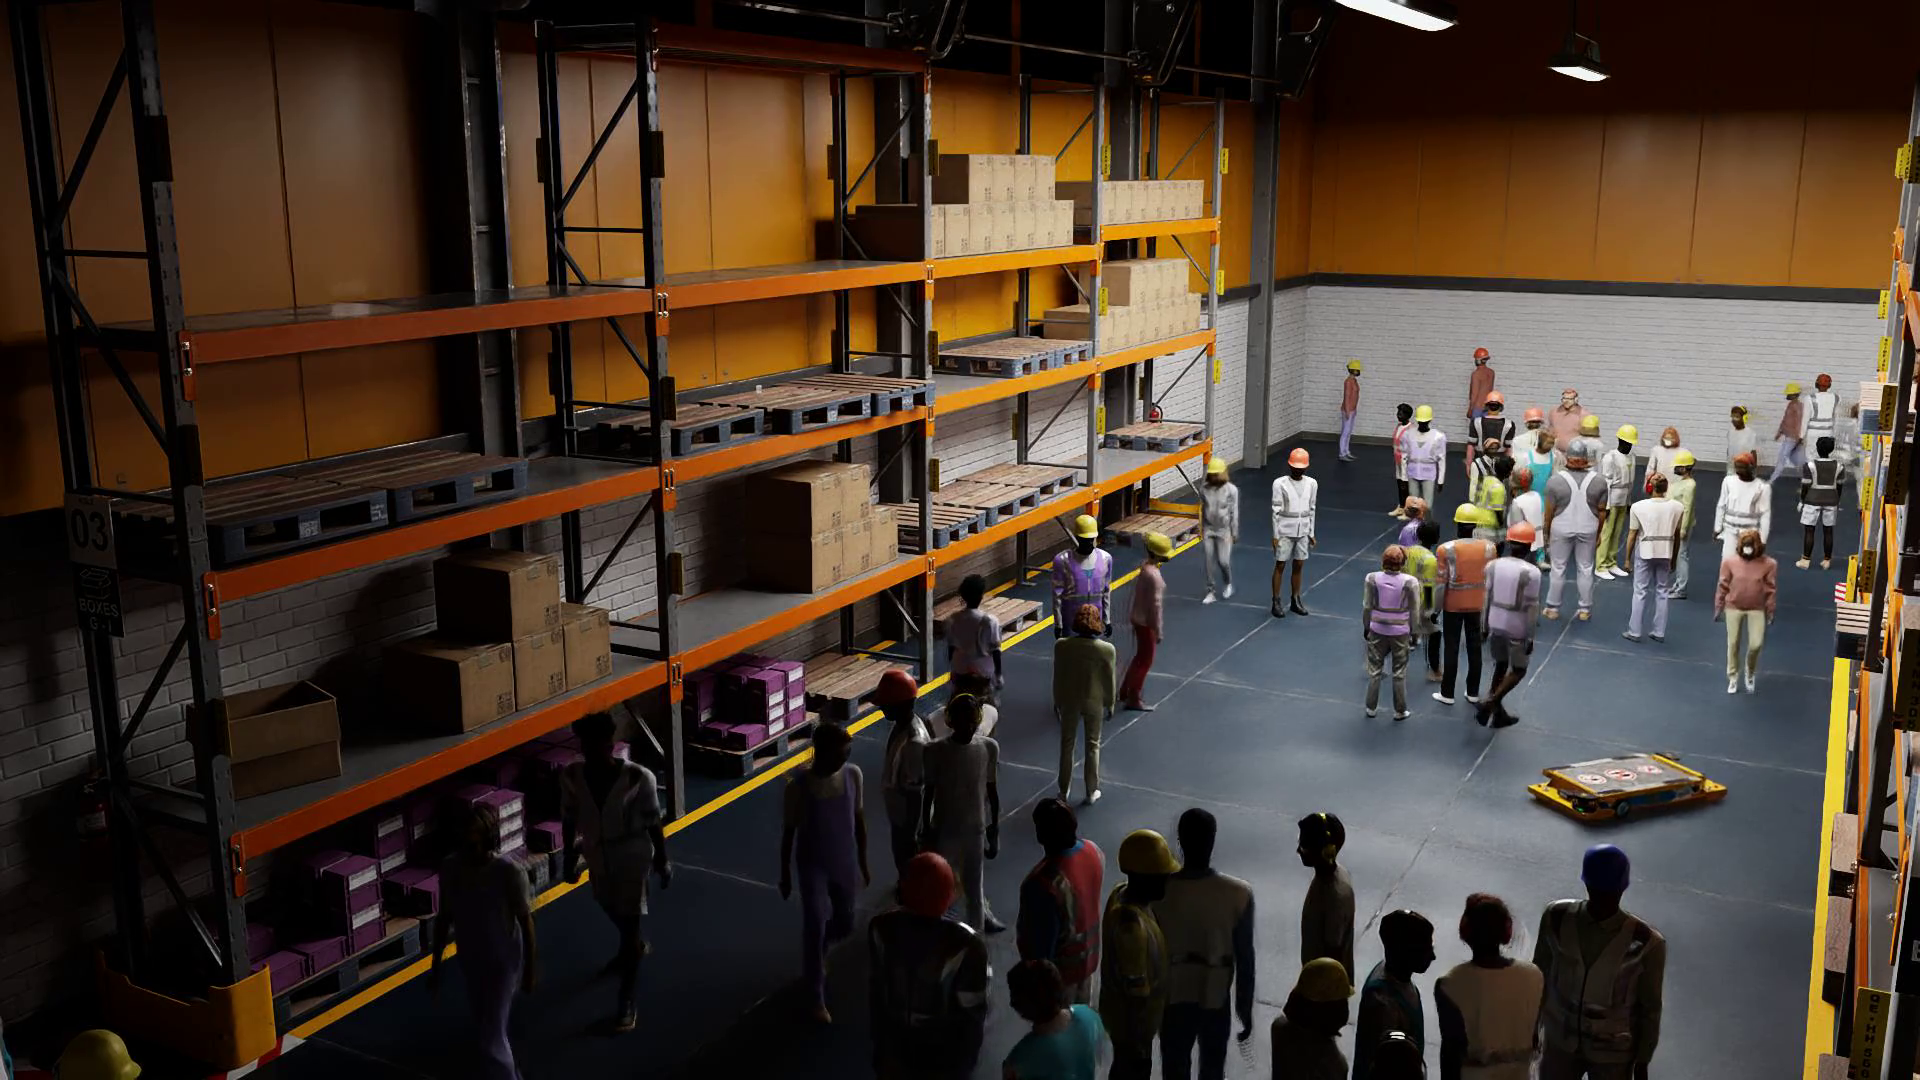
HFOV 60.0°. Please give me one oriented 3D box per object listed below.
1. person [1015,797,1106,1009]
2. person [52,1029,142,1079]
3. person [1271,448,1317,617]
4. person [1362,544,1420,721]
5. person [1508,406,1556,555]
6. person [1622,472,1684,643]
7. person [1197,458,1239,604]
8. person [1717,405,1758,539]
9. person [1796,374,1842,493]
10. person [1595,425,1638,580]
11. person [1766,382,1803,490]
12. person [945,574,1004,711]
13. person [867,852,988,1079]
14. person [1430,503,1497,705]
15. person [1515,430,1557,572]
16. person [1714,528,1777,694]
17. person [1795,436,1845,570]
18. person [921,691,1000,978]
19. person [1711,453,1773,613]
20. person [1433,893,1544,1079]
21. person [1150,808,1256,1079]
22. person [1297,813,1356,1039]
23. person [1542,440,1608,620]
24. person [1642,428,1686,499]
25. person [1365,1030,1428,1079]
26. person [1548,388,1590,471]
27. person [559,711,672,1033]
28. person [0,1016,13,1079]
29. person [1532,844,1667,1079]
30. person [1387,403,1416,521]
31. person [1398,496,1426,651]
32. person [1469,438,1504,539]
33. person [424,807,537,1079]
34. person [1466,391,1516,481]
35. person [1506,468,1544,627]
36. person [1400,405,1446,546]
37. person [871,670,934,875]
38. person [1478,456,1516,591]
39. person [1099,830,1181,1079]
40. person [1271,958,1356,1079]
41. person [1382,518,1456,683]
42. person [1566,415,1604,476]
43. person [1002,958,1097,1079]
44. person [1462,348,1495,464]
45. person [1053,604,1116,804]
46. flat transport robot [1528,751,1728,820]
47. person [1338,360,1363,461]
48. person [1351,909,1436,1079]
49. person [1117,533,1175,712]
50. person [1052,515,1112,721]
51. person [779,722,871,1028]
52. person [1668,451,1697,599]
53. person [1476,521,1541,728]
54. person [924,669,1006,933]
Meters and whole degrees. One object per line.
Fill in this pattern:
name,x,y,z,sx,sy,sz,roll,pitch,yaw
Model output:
person,0.501,2.217,8.642,0.430,1.841,0.624,8,15,32
person,-3.271,2.728,6.398,0.403,1.825,0.600,3,13,12
person,3.768,-0.086,18.742,0.543,1.932,0.376,-3,13,-14
person,3.939,0.845,15.231,0.517,1.641,0.308,6,14,24
person,7.448,-0.750,21.615,0.630,1.974,0.826,0,13,0
person,7.371,0.196,17.687,0.560,1.838,0.393,0,13,0
person,2.970,-0.105,19.272,0.507,1.726,0.378,7,15,30
person,10.673,-0.926,22.697,0.650,1.843,0.535,-7,14,-28
person,13.308,-1.634,25.785,0.572,1.883,0.356,0,13,0
person,8.120,-0.473,20.510,0.588,1.916,0.392,-9,16,-35
person,13.009,-1.622,26.069,0.794,1.721,0.541,3,13,14
person,0.087,1.115,13.896,0.543,1.685,0.563,9,16,36
person,-0.153,2.355,7.631,0.629,2.005,0.627,5,14,23
person,4.721,0.607,15.647,0.585,1.928,0.368,-1,13,-6
person,7.255,-0.522,21.033,0.543,1.788,1.009,0,13,2
person,7.514,0.691,15.939,0.533,1.621,0.362,6,14,27
person,10.835,-0.463,20.955,0.529,1.699,0.321,1,13,5
person,0.004,1.831,10.329,0.509,1.860,0.333,-3,13,-12
person,8.884,-0.076,18.884,0.486,1.851,0.617,-9,16,-36
person,2.382,2.503,7.539,0.567,1.760,1.040,-3,13,-12
person,1.185,2.236,8.430,0.610,1.884,0.874,2,13,10
person,1.824,2.256,8.422,0.326,1.861,0.513,1,13,6
person,6.857,-0.120,18.644,0.673,2.000,0.535,2,13,9
person,9.441,-0.710,22.284,0.734,1.593,0.519,-12,17,-43
person,1.625,2.734,6.324,0.501,1.841,0.349,1,13,6
person,8.793,-1.261,24.112,0.405,1.895,0.662,-10,16,-37
person,-2.057,1.878,10.023,0.666,1.917,0.922,2,13,10
person,-4.214,2.588,7.006,0.429,1.833,0.637,3,13,12
person,2.962,2.342,7.827,0.611,1.950,0.376,10,16,39
person,6.403,-1.132,23.973,0.319,1.692,0.537,-2,13,-11
person,4.744,0.345,17.458,0.306,1.645,0.521,9,16,35
person,6.722,-0.497,21.248,0.523,1.636,0.311,-5,13,-20
person,-2.477,2.239,8.577,0.503,1.819,0.592,5,14,22
person,7.229,-1.017,22.704,0.611,2.030,0.410,3,13,15
person,6.171,0.106,18.170,0.385,1.819,0.679,10,16,38
person,6.186,-0.860,22.249,0.596,1.913,0.452,8,15,33
person,-0.366,1.746,10.558,0.390,1.925,0.550,-3,13,-11
person,6.373,-0.181,19.738,0.591,1.664,0.550,3,13,12
person,0.857,2.307,8.037,0.370,1.927,0.588,0,13,0
person,1.505,2.604,7.145,0.330,1.735,0.489,-6,14,-23
person,4.472,0.595,16.287,0.789,1.667,0.552,-1,13,-4
person,8.492,-0.838,22.549,0.489,1.725,0.515,-10,16,-38
person,0.249,2.579,7.122,0.768,1.795,0.611,9,16,36
person,8.881,-2.292,28.472,0.622,1.992,0.394,-11,17,-40
person,0.987,1.300,13.232,0.507,1.622,0.298,2,13,10
flat transport robot,5.356,1.958,13.339,1.431,0.197,0.652,-5,13,-20
person,6.778,-2.244,28.801,0.340,1.760,0.526,6,14,26
person,1.898,2.496,7.374,0.328,1.844,0.511,4,13,18
person,1.747,0.758,15.416,0.448,1.722,0.572,-1,13,-3
person,1.121,0.711,15.181,0.585,1.929,0.375,-4,13,-19
person,-0.832,1.936,9.947,0.560,1.821,0.571,-7,14,-29
person,8.464,-0.178,19.550,0.339,1.761,0.524,3,13,14
person,4.855,0.791,14.835,0.670,1.920,0.562,-9,16,-36
person,-0.058,1.678,11.248,0.579,1.766,1.034,-11,17,-40
